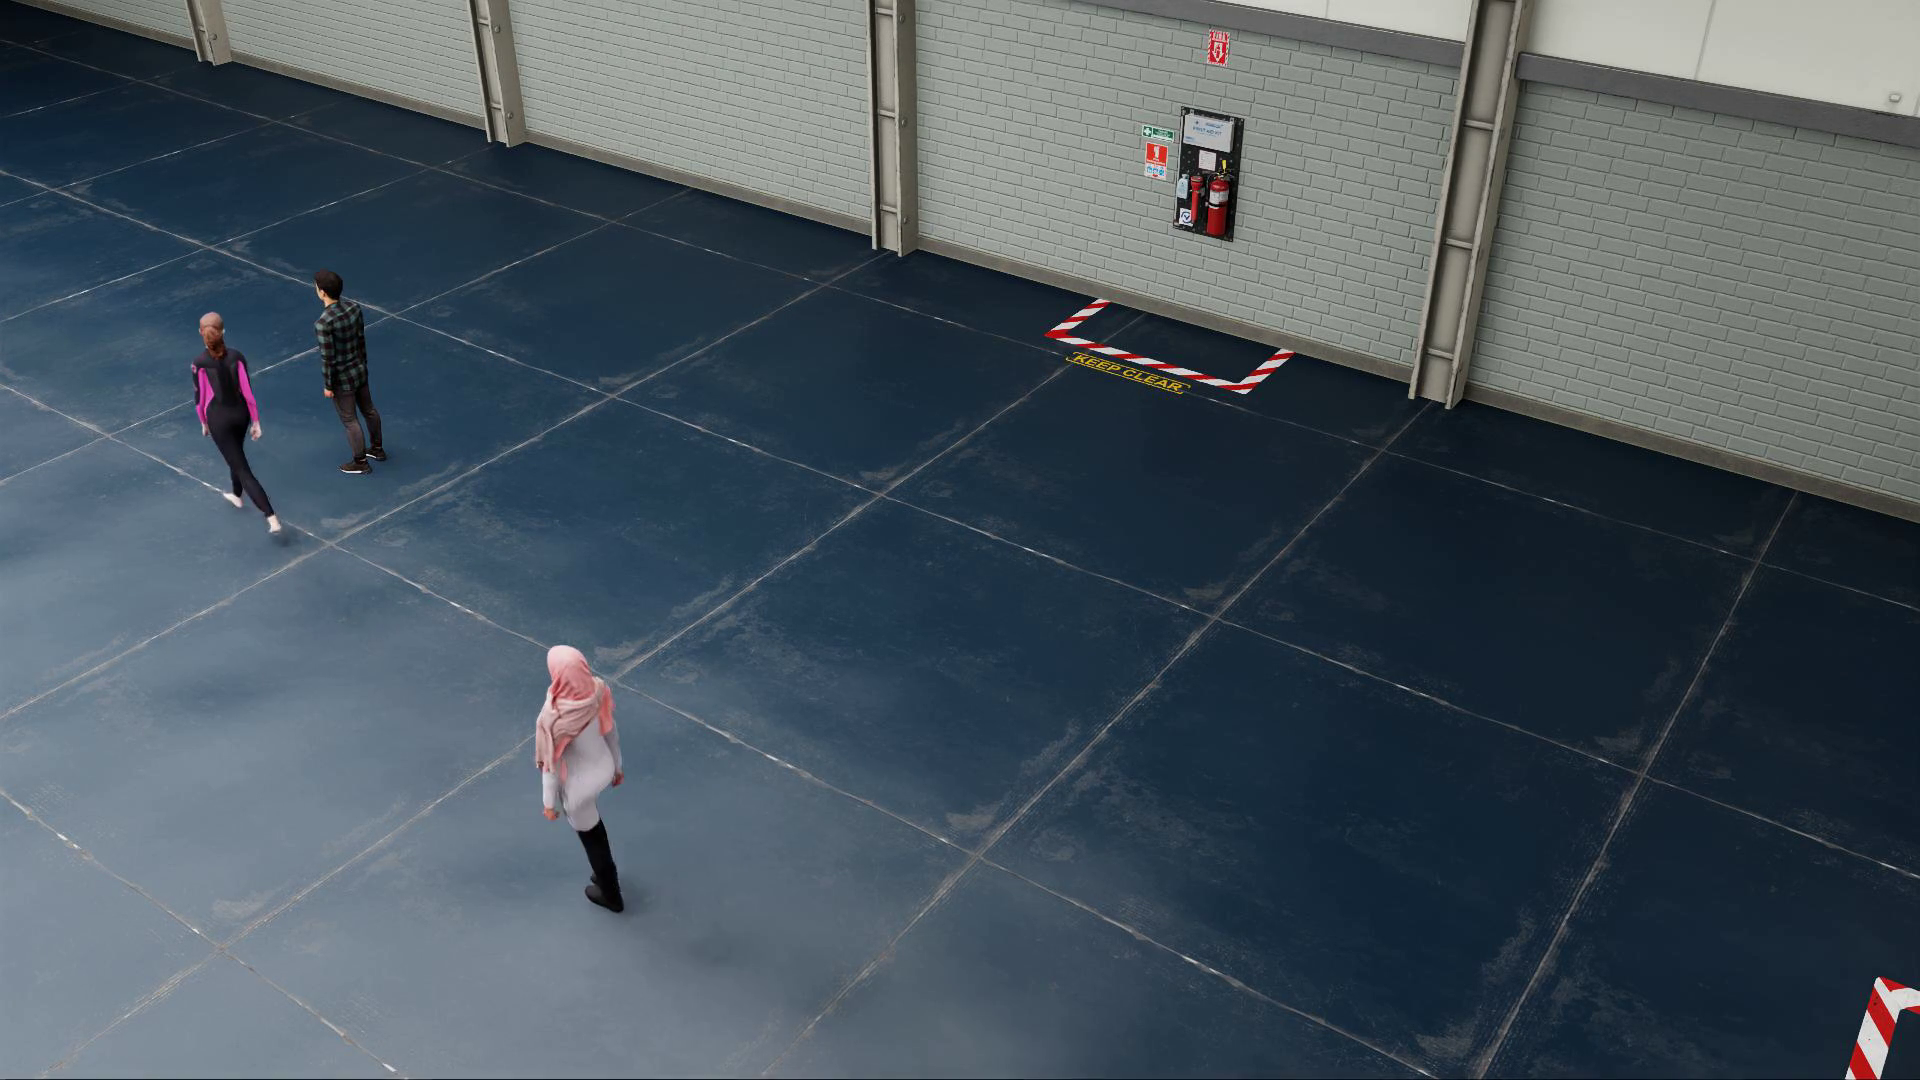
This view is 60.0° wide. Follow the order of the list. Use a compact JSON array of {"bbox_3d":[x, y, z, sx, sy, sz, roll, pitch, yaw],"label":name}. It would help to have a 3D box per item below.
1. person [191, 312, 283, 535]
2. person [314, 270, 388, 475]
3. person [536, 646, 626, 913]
[{"bbox_3d":[-5.436,-0.816,12.466,1.191,1.691,0.681,27,41,36],"label":"person"},{"bbox_3d":[-4.914,-1.351,13.302,0.617,1.715,0.726,11,34,17],"label":"person"},{"bbox_3d":[-1.951,1.337,8.953,0.624,1.797,0.647,20,37,28],"label":"person"}]
